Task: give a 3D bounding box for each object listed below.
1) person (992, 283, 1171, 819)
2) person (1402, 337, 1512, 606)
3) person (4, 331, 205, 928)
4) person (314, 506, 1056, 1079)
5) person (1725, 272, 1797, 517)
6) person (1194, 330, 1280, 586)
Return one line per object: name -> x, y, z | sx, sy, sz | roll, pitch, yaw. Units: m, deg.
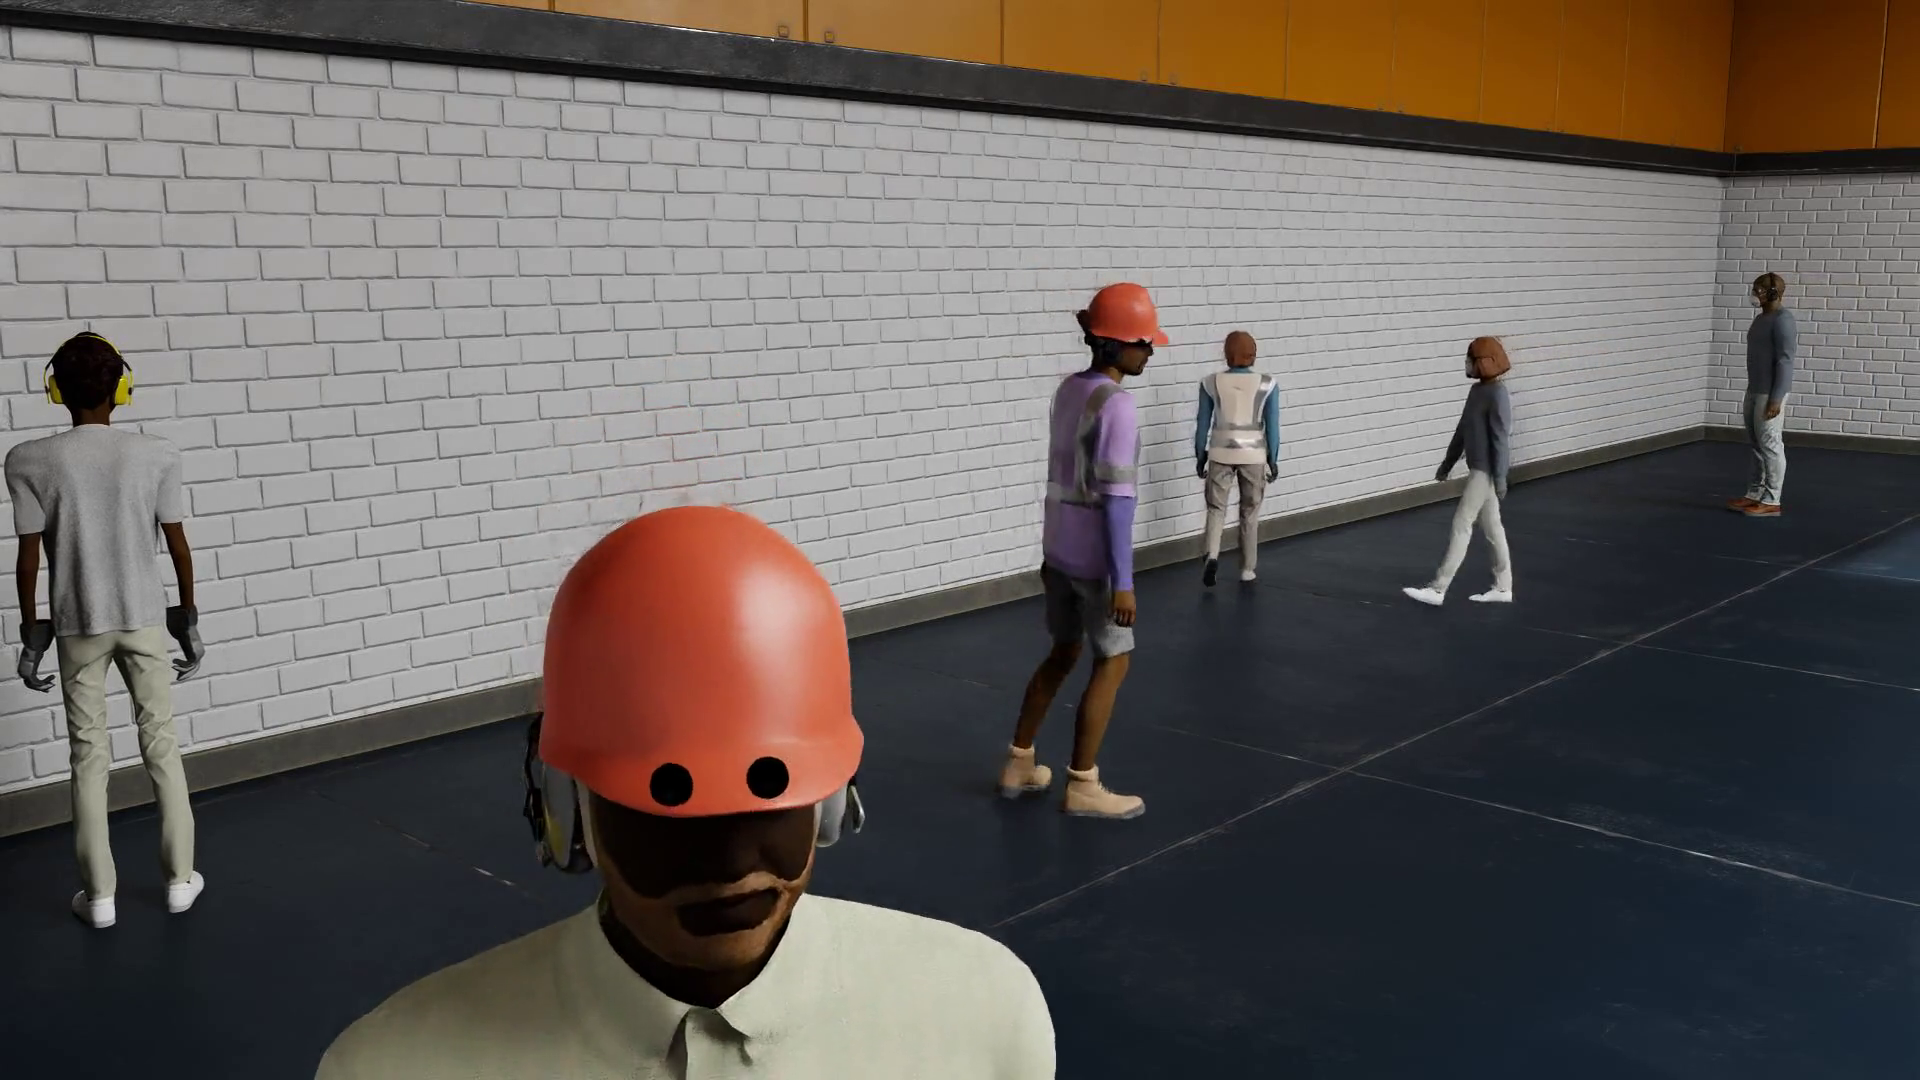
person -> 0.465, 0.059, 6.178 | 0.553, 2.009, 0.666 | -3, 10, -18
person -> 3.001, -0.400, 9.915 | 0.719, 1.606, 0.508 | 1, 10, 5
person -> -2.681, 0.285, 5.247 | 0.532, 1.870, 0.316 | -6, 12, -31
person -> -0.224, 0.920, 1.417 | 0.630, 1.953, 1.027 | -2, 10, -12
person -> 6.415, -1.154, 13.243 | 0.352, 1.937, 0.635 | 1, 10, 7
person -> 1.730, -0.497, 10.406 | 0.532, 1.622, 0.647 | 3, 10, 16
